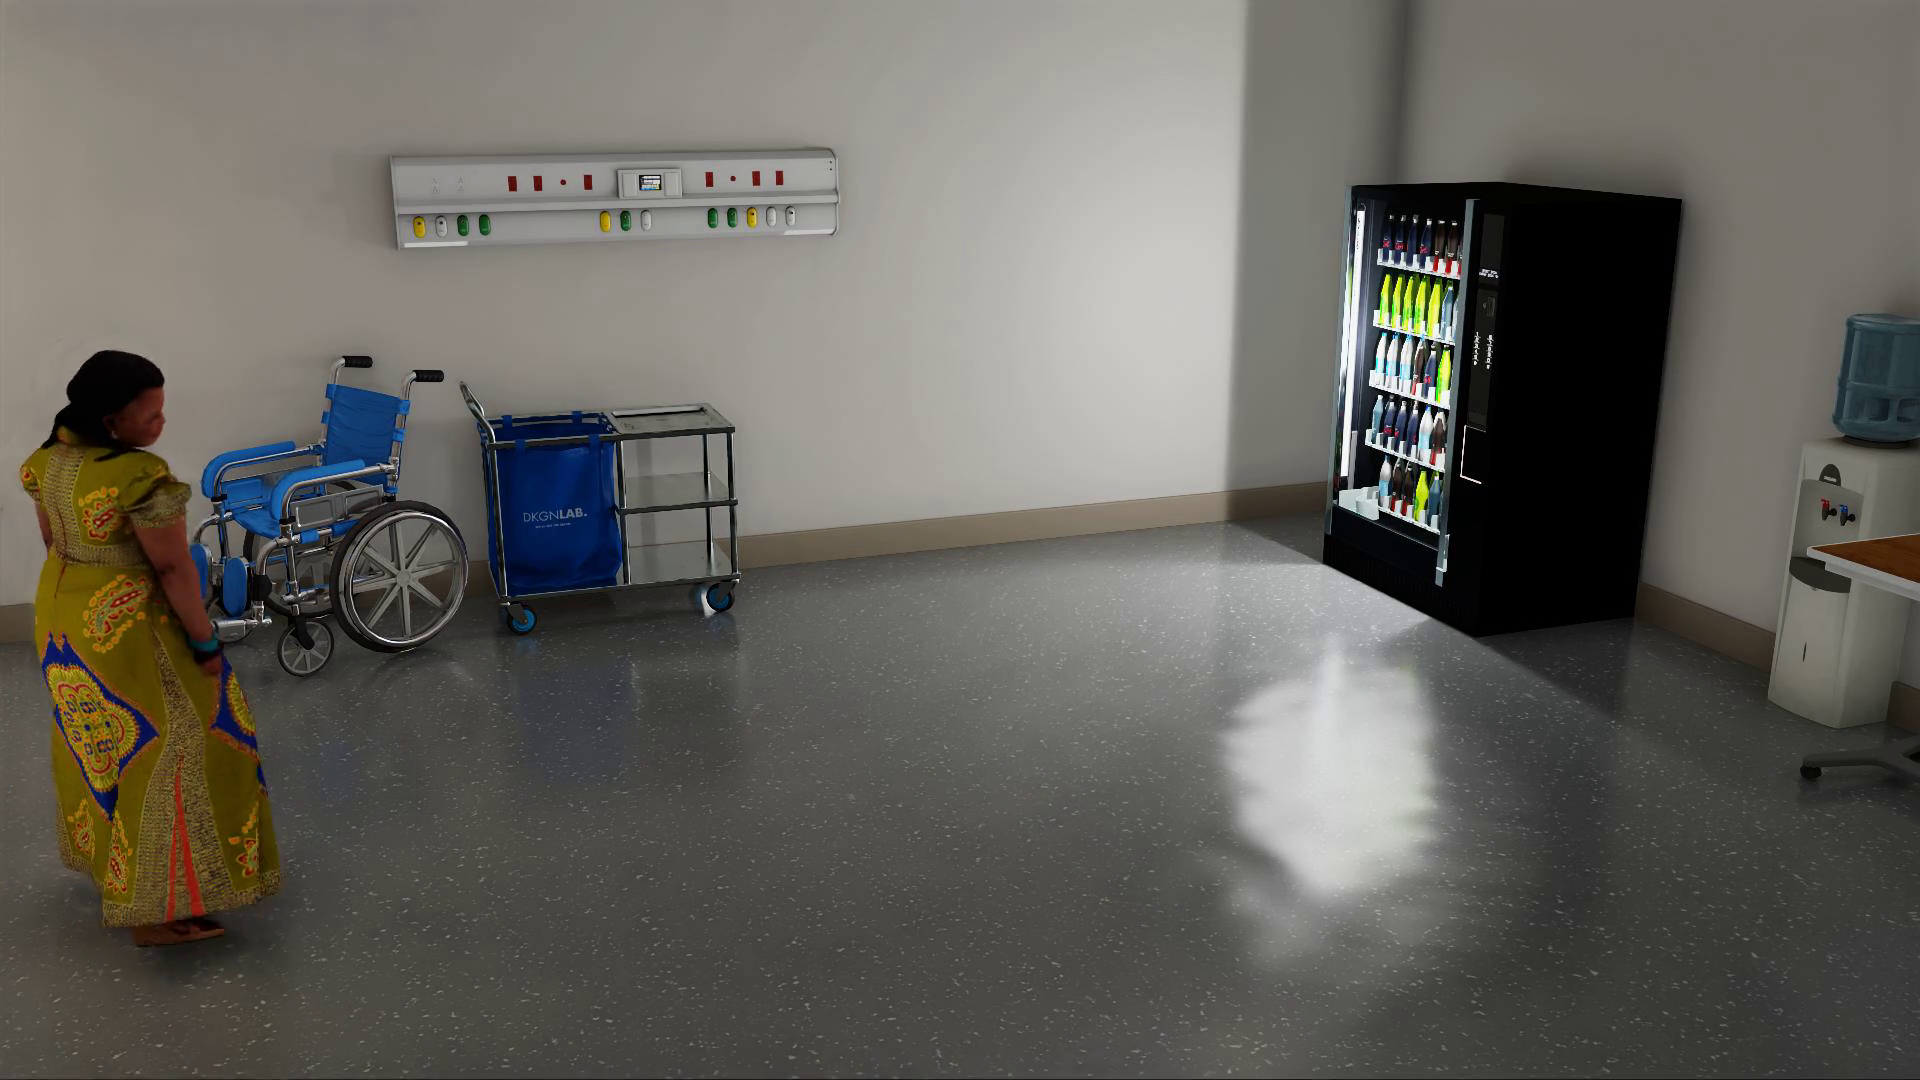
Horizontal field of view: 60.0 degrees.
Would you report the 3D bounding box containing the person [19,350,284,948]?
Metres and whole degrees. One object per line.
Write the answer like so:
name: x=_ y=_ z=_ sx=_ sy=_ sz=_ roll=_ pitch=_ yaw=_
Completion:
person: x=-2.338 y=0.276 z=4.621 sx=1.093 sy=1.639 sz=1.134 roll=2 pitch=16 yaw=6
